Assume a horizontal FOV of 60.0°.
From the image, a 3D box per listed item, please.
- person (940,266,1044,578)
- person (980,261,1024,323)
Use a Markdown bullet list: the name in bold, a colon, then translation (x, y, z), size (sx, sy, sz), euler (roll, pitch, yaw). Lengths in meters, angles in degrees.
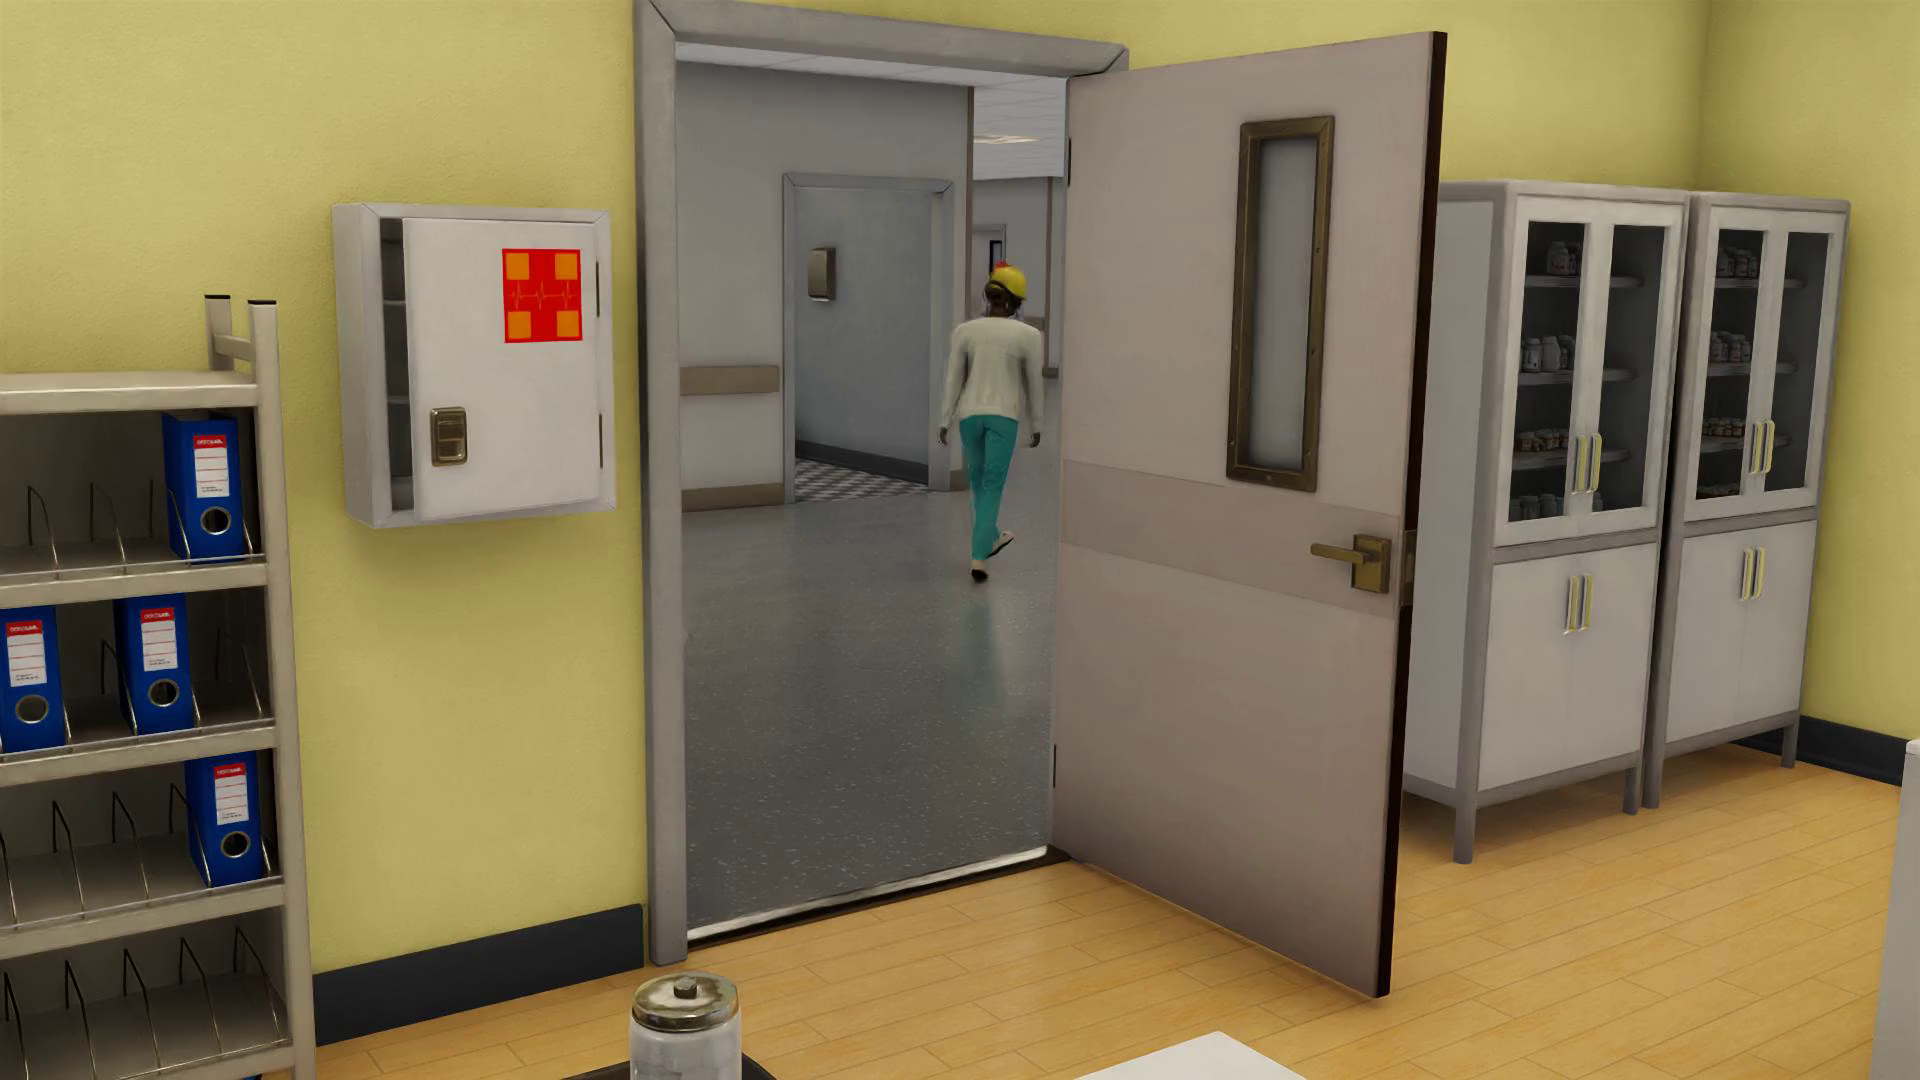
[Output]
- **person**: translation (0.180, -0.668, 9.341), size (0.553, 1.711, 0.944), euler (4, 10, 18)
- **person**: translation (0.513, -2.576, 20.652), size (0.565, 1.751, 0.330), euler (3, 10, 11)
